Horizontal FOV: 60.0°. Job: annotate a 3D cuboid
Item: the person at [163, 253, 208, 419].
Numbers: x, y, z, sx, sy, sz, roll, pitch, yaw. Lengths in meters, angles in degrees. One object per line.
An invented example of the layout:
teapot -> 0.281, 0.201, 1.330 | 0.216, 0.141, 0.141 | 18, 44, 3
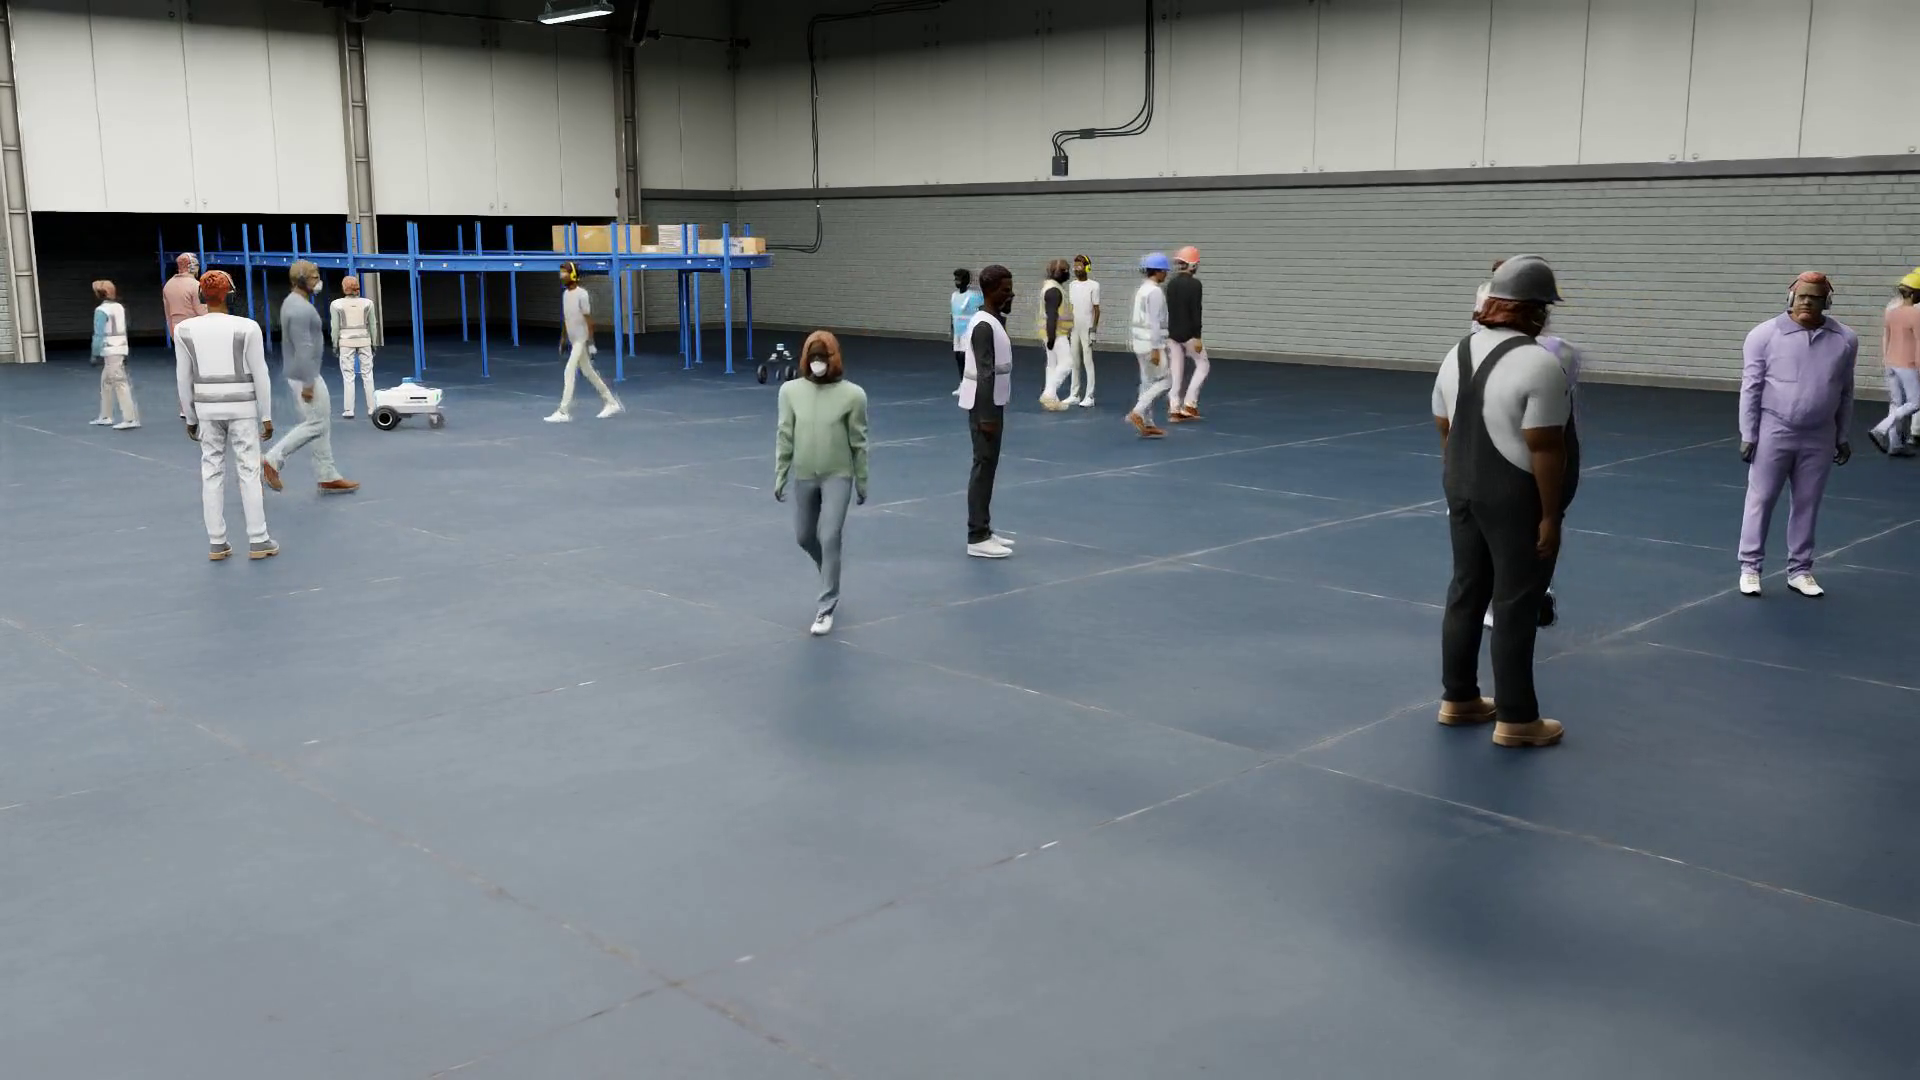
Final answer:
person -> -8.852, -2.351, 19.214 | 0.654, 1.906, 0.408 | 6, 12, 29

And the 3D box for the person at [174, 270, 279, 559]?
person -> -4.802, -0.816, 10.909 | 0.574, 1.882, 0.356 | -1, 10, -5

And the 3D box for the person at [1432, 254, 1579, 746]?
person -> 2.338, -0.161, 7.022 | 0.537, 2.000, 0.686 | -4, 11, -22

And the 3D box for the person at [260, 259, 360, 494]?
person -> -5.347, -1.314, 13.522 | 0.735, 1.922, 0.651 | -4, 11, -22

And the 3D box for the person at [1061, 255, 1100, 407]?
person -> 1.501, -2.603, 20.685 | 0.513, 1.872, 0.328 | 10, 14, 43

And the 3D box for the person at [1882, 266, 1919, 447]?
person -> 9.657, -1.867, 16.811 | 0.403, 1.842, 0.593 | -9, 14, -40

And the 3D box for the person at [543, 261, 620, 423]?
person -> -4.359, -2.293, 19.148 | 0.973, 1.827, 0.534 | -8, 13, -36

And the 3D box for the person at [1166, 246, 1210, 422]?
person -> 2.608, -2.331, 18.887 | 0.518, 1.980, 0.644 | -6, 12, -31

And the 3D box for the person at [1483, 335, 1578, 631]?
person -> 2.958, -0.443, 8.805 | 0.604, 1.908, 0.493 | -1, 10, -5

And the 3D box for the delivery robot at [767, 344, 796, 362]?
delivery robot -> -2.599, -2.722, 24.068 | 0.335, 0.223, 0.698 | 3, 10, 13

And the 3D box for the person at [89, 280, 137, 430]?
person -> -9.347, -2.012, 18.134 | 0.681, 1.613, 0.538 | -1, 10, -3

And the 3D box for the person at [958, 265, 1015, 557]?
person -> 0.179, -0.864, 11.076 | 0.370, 1.916, 0.597 | 1, 10, 5

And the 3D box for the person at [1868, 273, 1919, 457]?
person -> 8.935, -1.652, 15.793 | 0.491, 1.752, 0.547 | -1, 10, -4

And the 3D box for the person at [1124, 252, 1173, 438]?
person -> 2.001, -2.013, 17.293 | 0.429, 1.932, 0.633 | -1, 10, -7

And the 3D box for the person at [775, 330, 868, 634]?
person -> -0.732, -0.345, 9.063 | 0.501, 1.607, 0.724 | 3, 11, 13

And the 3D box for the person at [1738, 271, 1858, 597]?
person -> 4.909, -0.614, 9.754 | 0.643, 1.905, 0.399 | 1, 10, 5

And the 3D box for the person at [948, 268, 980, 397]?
person -> 0.080, -2.737, 21.934 | 0.406, 1.682, 0.551 | -7, 13, -34

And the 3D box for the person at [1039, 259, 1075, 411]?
person -> 1.167, -2.463, 20.037 | 0.440, 1.826, 0.641 | 0, 10, 1

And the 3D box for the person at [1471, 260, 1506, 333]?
person -> 6.439, -2.428, 19.872 | 0.737, 1.821, 0.632 | -9, 13, -39

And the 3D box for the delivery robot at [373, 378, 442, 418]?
delivery robot -> -6.109, -1.555, 18.423 | 0.707, 0.478, 0.477 | -2, 11, -12

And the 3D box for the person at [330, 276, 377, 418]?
person -> -7.054, -2.249, 19.387 | 0.523, 1.639, 0.306 | -7, 12, -32
